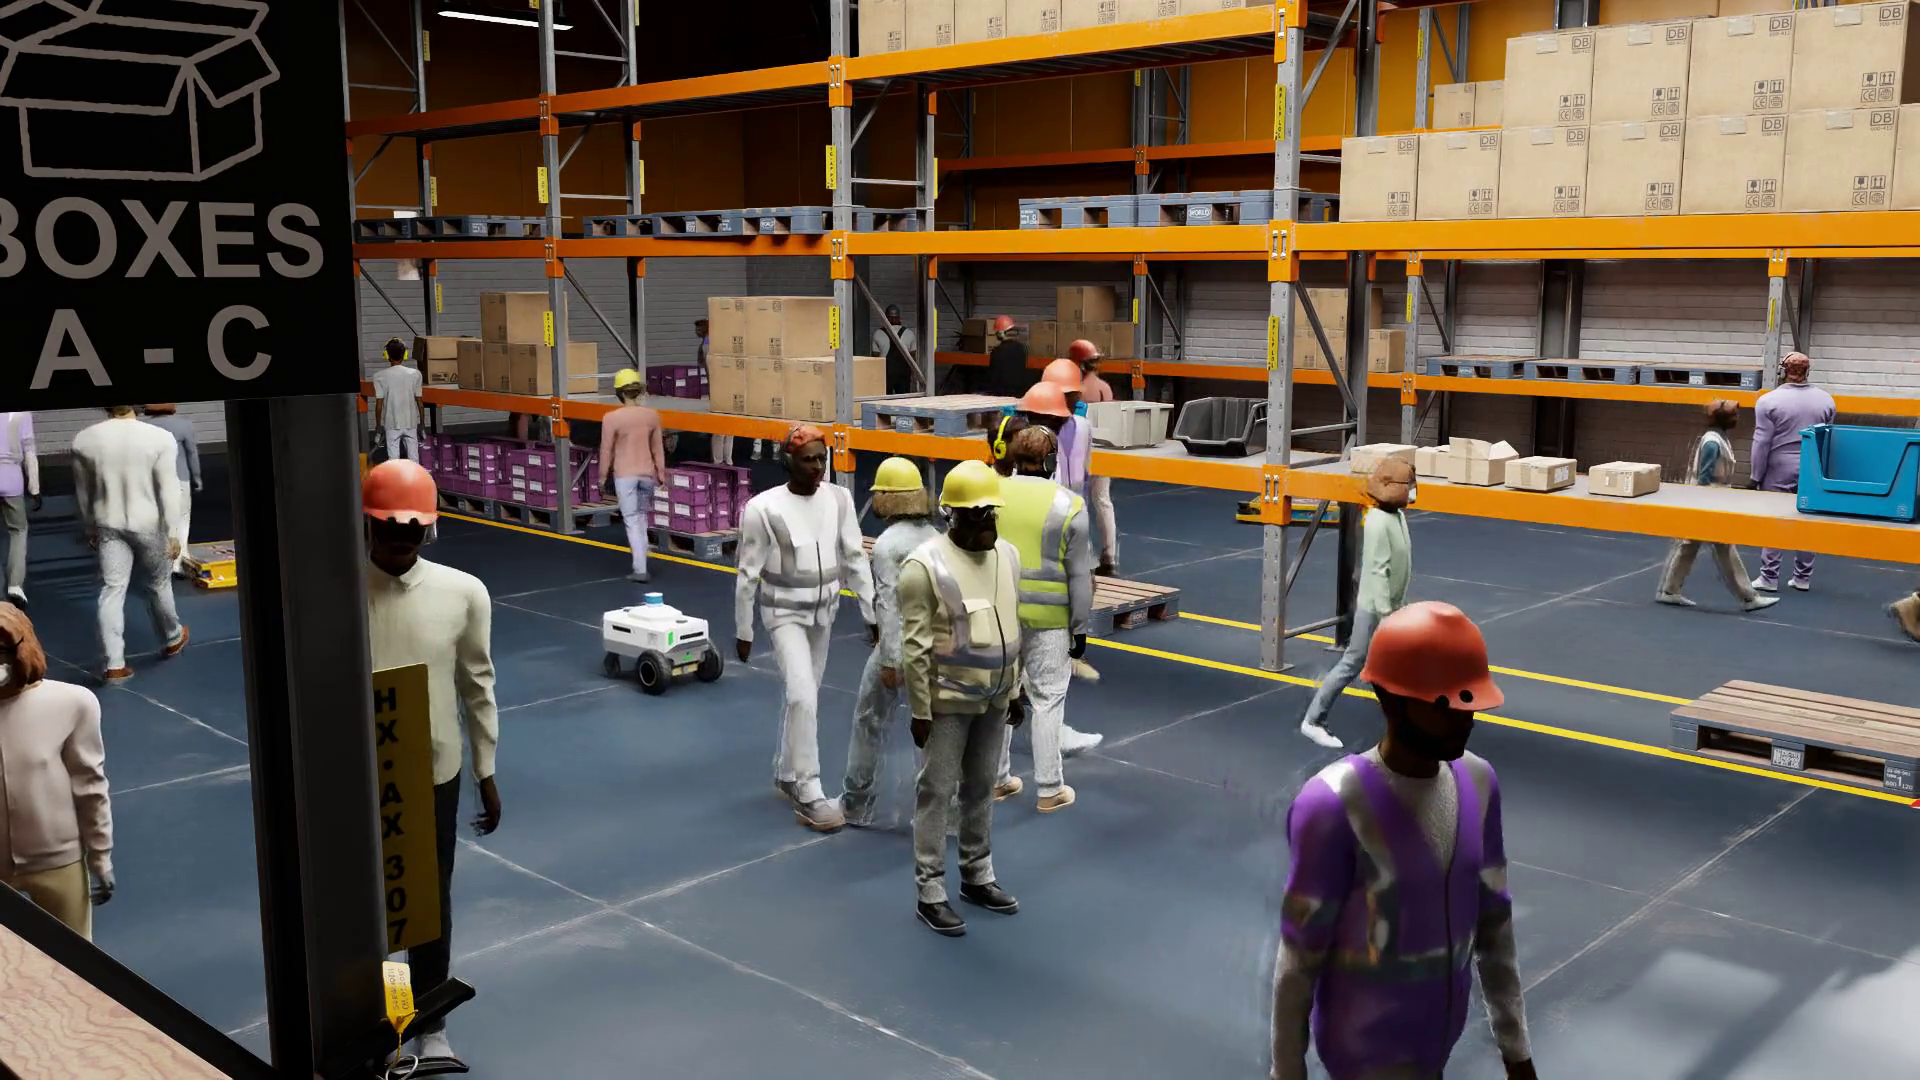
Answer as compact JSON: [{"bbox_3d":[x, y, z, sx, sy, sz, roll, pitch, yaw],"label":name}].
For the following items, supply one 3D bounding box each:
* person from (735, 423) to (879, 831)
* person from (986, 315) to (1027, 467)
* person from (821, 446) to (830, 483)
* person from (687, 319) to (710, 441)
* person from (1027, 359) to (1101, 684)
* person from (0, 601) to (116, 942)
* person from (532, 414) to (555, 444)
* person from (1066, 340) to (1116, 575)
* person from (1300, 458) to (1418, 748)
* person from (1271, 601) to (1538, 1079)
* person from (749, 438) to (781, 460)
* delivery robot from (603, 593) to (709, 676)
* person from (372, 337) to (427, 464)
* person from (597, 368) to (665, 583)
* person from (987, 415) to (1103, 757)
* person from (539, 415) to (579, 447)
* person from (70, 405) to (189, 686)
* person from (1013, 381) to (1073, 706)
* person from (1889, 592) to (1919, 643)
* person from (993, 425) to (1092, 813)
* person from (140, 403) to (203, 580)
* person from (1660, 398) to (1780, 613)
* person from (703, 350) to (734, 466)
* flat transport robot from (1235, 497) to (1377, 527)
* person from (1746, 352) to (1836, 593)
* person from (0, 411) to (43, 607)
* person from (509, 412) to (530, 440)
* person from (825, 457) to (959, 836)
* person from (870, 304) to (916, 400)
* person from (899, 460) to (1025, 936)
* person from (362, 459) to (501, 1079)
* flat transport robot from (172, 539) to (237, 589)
[{"bbox_3d":[-0.667,0.393,7.684,0.604,1.852,0.825,-9,13,-42],"label":"person"},{"bbox_3d":[0.570,-1.850,21.049,0.438,1.974,0.636,8,12,42],"label":"person"},{"bbox_3d":[-1.714,-1.428,18.879,0.634,1.841,0.429,-5,10,-27],"label":"person"},{"bbox_3d":[-3.792,-2.361,24.699,0.697,1.812,0.634,3,10,16],"label":"person"},{"bbox_3d":[0.607,-0.092,10.144,0.618,2.016,0.649,-6,11,-32],"label":"person"},{"bbox_3d":[-2.738,0.968,4.844,0.502,1.627,0.270,-5,10,-26],"label":"person"},{"bbox_3d":[-5.030,-1.633,20.242,0.792,1.807,0.636,3,10,19],"label":"person"},{"bbox_3d":[1.020,-0.687,13.954,0.747,1.966,0.632,8,12,39],"label":"person"},{"bbox_3d":[2.207,0.354,8.732,0.872,1.590,0.510,6,11,32],"label":"person"},{"bbox_3d":[0.963,1.053,3.540,0.565,1.883,0.984,-6,11,-34],"label":"person"},{"bbox_3d":[-2.600,-2.001,22.256,0.584,1.883,0.337,1,9,5],"label":"person"},{"bbox_3d":[-1.882,0.570,10.274,0.707,0.478,0.477,8,12,41],"label":"delivery robot"},{"bbox_3d":[-5.674,-1.113,16.861,0.510,1.872,0.329,-5,11,-30],"label":"person"},{"bbox_3d":[-2.718,-0.527,13.630,0.543,1.746,0.577,-9,13,-42],"label":"person"},{"bbox_3d":[0.251,0.238,8.788,1.028,1.807,0.530,3,10,15],"label":"person"},{"bbox_3d":[-5.132,-1.662,20.999,0.626,1.614,0.517,-6,11,-31],"label":"person"},{"bbox_3d":[-5.232,-0.083,10.519,0.651,1.879,1.052,-2,9,-10],"label":"person"},{"bbox_3d":[0.422,0.027,9.725,0.537,1.915,0.596,5,10,26],"label":"person"},{"bbox_3d":[6.641,-0.231,11.009,0.561,2.028,0.607,8,13,42],"label":"person"},{"bbox_3d":[0.339,0.372,7.889,0.619,1.836,0.431,4,10,25],"label":"person"},{"bbox_3d":[-6.557,-0.476,13.744,0.504,1.608,0.709,-2,10,-14],"label":"person"},{"bbox_3d":[5.695,-0.255,12.411,0.845,1.588,0.543,5,11,29],"label":"person"},{"bbox_3d":[-2.807,-1.641,20.005,0.407,1.902,0.639,3,10,17],"label":"person"},{"bbox_3d":[3.549,-0.302,16.771,1.431,0.197,0.652,3,10,20],"label":"flat transport robot"},{"bbox_3d":[6.548,-0.532,13.185,0.641,1.910,0.401,-1,9,-5],"label":"person"},{"bbox_3d":[-7.159,-0.396,12.320,0.618,1.911,0.419,-5,11,-29],"label":"person"},{"bbox_3d":[-5.886,-2.025,22.335,0.407,1.910,0.638,-6,11,-31],"label":"person"},{"bbox_3d":[-0.331,0.482,7.560,0.799,1.713,0.500,7,11,35],"label":"person"},{"bbox_3d":[-1.011,-2.485,24.750,0.683,2.000,0.536,-2,9,-13],"label":"person"},{"bbox_3d":[0.035,0.596,6.490,0.591,1.833,0.404,-9,13,-43],"label":"person"},{"bbox_3d":[-1.791,0.730,5.288,0.650,1.977,0.475,-4,10,-22],"label":"person"},{"bbox_3d":[-6.116,0.182,13.810,0.652,0.197,1.431,-8,12,-39],"label":"flat transport robot"}]
